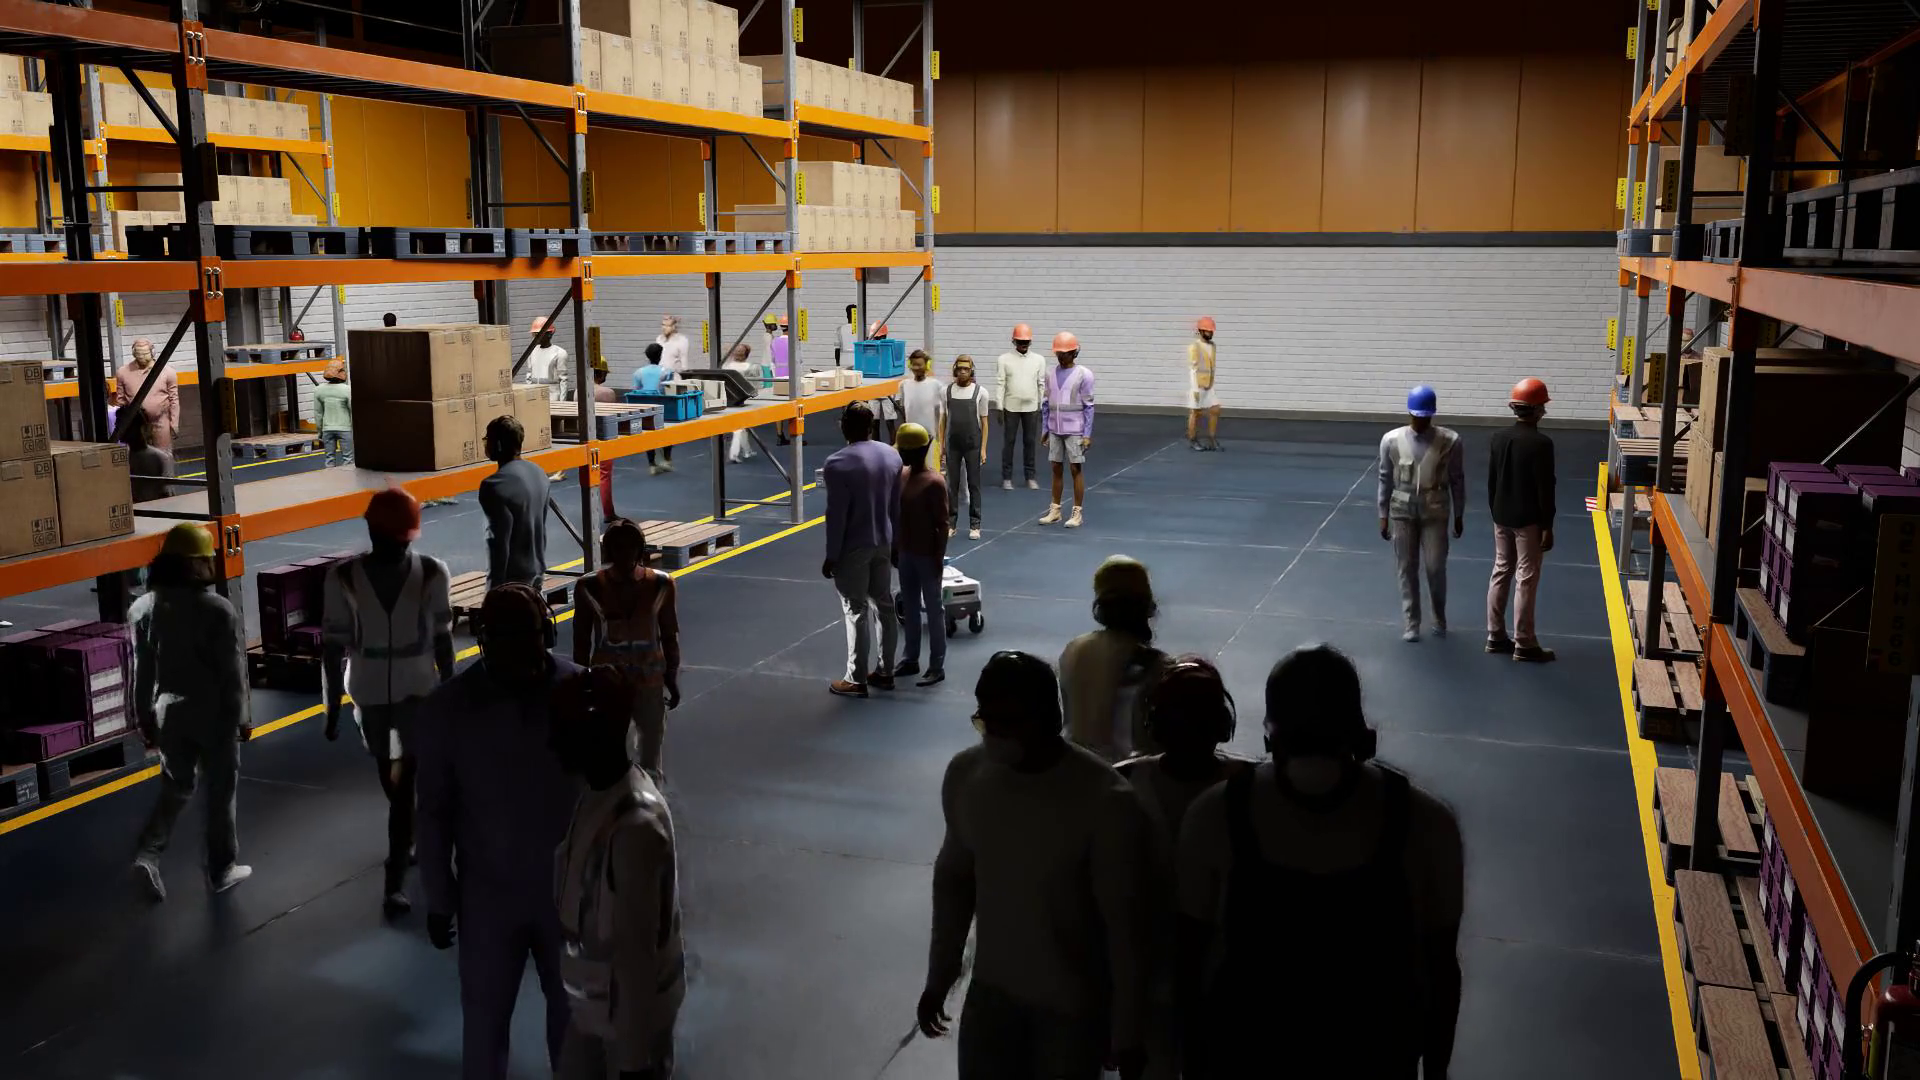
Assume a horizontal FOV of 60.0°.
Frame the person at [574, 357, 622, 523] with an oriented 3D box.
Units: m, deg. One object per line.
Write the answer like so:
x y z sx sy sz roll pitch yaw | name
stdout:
-3.825 -1.057 17.570 0.525 1.759 0.337 5 11 24 | person

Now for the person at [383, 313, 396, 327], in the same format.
-8.445 -2.427 24.835 0.591 1.916 0.383 -7 12 -34 | person

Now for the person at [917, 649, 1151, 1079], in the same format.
0.161 1.213 4.362 0.694 1.907 0.624 7 13 36 | person

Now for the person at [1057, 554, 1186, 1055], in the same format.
0.625 0.956 6.151 0.414 1.786 0.679 -7 12 -33 | person

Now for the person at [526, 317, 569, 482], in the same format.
-5.117 -1.731 20.560 0.607 2.044 0.378 5 11 25 | person

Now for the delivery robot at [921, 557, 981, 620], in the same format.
-0.130 0.371 12.650 0.477 0.478 0.707 -5 11 -27 | delivery robot

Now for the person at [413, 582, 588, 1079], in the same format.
-1.343 1.067 5.188 0.654 1.906 0.408 -5 11 -28 | person

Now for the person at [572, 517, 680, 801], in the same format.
-1.599 0.700 8.006 0.511 1.641 0.308 -3 11 -18 | person

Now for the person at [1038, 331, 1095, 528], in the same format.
1.091 -1.140 17.243 0.605 2.041 0.393 8 13 37 | person

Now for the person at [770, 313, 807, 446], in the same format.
-2.490 -2.323 24.194 0.545 1.938 0.357 6 12 32 | person

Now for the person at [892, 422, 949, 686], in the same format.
-0.288 0.092 11.091 0.337 1.761 0.526 -9 13 -40 | person

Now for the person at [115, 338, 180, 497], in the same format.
-8.978 -1.279 18.399 0.637 1.911 0.406 -3 11 -17 | person

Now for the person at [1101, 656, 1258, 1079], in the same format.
0.607 1.224 4.501 0.591 1.834 0.954 1 10 5 | person

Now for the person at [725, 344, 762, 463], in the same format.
-2.949 -1.844 22.462 0.513 1.602 0.846 5 11 27 | person

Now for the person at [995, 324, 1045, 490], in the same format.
0.729 -1.587 19.892 0.622 1.990 0.401 -2 10 -10 | person

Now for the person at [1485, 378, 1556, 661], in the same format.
3.978 -0.145 11.758 0.374 1.997 0.613 -4 11 -22 | person

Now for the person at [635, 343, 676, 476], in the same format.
-3.845 -1.665 21.179 0.557 1.678 0.529 2 10 11 | person

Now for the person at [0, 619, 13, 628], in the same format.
-7.436 -0.101 12.532 0.273 1.632 0.507 2 10 9 | person

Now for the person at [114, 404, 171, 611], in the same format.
-5.608 -0.008 11.381 0.556 1.855 0.387 4 11 22 | person

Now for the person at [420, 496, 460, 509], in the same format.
-5.881 -1.166 18.580 0.518 1.621 0.561 3 11 17 | person

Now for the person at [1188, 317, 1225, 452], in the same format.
3.493 -2.174 23.419 0.566 1.909 0.719 -9 14 -42 | person

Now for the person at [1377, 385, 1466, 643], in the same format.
3.381 -0.184 12.232 0.616 1.917 0.471 4 11 22 | person

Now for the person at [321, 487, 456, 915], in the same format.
-2.581 0.672 7.540 0.575 1.873 0.978 -3 10 -16 | person

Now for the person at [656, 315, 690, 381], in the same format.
-4.284 -2.386 24.644 0.651 1.894 0.454 7 12 35 | person

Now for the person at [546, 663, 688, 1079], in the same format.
-0.823 1.224 4.470 0.855 1.857 0.582 -4 11 -22 | person

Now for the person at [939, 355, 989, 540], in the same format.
0.031 -0.919 16.545 0.506 1.846 0.345 2 10 12 | person

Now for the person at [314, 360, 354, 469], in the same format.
-7.026 -1.212 18.790 0.503 1.632 0.271 1 10 6 | person

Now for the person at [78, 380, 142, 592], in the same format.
-7.190 -0.479 14.072 0.373 1.840 0.570 1 10 6 | person

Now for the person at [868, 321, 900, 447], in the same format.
-1.045 -1.905 21.873 0.545 1.932 0.386 3 11 18 | person

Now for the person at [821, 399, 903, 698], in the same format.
-0.640 0.055 10.794 0.627 1.941 0.374 -10 14 -44 | person

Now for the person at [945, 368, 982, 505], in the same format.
0.028 -1.199 18.734 0.519 1.610 0.541 -3 10 -15 | person

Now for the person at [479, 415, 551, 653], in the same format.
-2.637 0.227 9.830 0.364 1.939 0.636 2 10 13 | person

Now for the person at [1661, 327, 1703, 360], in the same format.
8.951 -1.687 20.707 0.642 1.906 0.410 -1 10 -6 | person

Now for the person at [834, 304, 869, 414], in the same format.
-1.754 -2.876 27.226 0.606 1.966 0.367 2 10 9 | person

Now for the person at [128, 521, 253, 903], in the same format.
-3.429 0.782 7.357 0.487 1.714 0.587 1 10 5 | person

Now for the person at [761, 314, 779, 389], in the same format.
-3.199 -2.927 28.074 0.326 1.769 0.524 -2 10 -11 | person

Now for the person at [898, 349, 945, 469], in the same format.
-0.391 -1.117 17.698 0.526 1.840 0.805 2 10 11 | person
